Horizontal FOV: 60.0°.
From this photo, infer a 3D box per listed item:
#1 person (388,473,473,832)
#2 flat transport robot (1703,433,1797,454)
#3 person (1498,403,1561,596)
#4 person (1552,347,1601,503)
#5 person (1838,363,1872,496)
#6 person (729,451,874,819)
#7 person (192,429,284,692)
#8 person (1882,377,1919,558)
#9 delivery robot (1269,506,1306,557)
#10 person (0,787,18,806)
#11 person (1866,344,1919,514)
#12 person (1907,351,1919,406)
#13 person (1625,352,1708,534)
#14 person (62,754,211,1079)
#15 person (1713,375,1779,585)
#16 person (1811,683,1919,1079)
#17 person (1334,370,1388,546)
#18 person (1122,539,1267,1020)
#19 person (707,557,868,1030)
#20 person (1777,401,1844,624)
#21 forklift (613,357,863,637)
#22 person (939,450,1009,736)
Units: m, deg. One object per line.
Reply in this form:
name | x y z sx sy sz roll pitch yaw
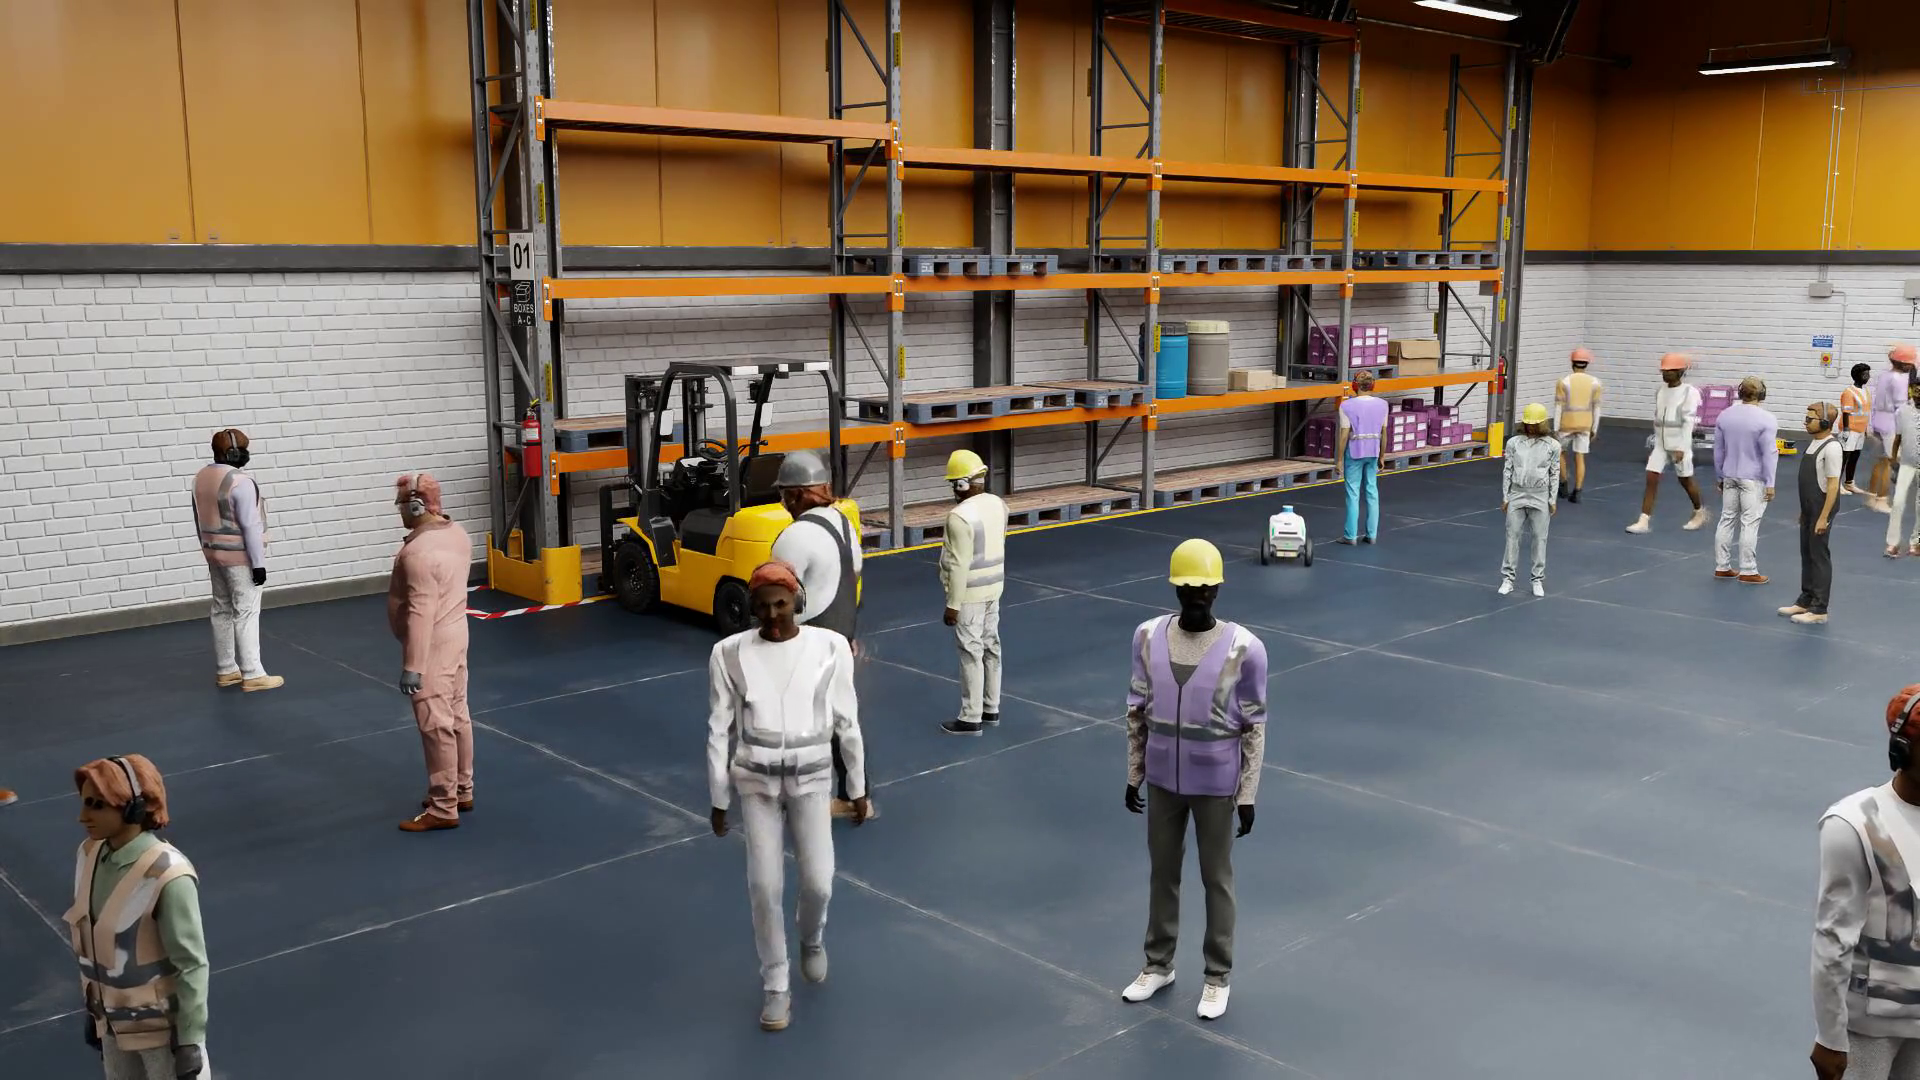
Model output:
person | -2.818 0.588 8.836 0.408 1.907 0.638 0 10 3
flat transport robot | 12.265 -1.510 25.894 0.652 0.197 1.431 -2 10 -11
person | 5.095 -0.359 14.876 0.484 1.735 0.311 4 10 22
person | 7.593 -1.421 20.554 0.564 1.914 0.585 1 10 5
person | 11.361 -1.405 21.138 0.530 1.689 0.321 -7 12 -34
person | -0.887 0.483 9.050 1.000 2.000 0.696 3 10 18
person | -5.064 0.137 11.657 0.636 1.842 0.429 7 12 34
person | 9.557 -0.704 16.623 0.515 1.838 0.877 7 12 37
delivery robot | 3.247 -0.095 16.507 0.477 0.478 0.707 2 10 10
person | -5.635 0.530 9.128 0.693 1.922 0.628 2 10 13
person | 11.057 -1.320 19.794 0.367 2.018 0.763 2 10 12
person | 14.709 -2.215 25.229 0.623 1.915 0.412 6 11 31
person | 7.835 -1.066 18.250 1.032 2.004 0.608 -5 11 -26
person | -2.349 1.408 4.804 0.515 1.641 0.314 6 11 32
person | 7.285 -0.555 15.423 0.359 1.939 0.635 -5 11 -25
person | 2.593 1.317 4.628 0.584 1.882 0.337 -4 11 -24
person | 4.215 -0.855 17.453 0.575 1.843 0.375 -3 10 -18
person | 0.928 0.945 6.671 0.589 1.930 0.356 6 11 30
person | -0.687 0.986 6.613 0.637 1.864 0.451 -1 10 -3
person | 7.083 -0.227 13.783 0.341 1.845 0.511 1 10 8
forklift | -1.847 -0.414 13.852 1.214 2.155 2.313 -9 13 -42
person | 0.071 0.333 10.569 0.404 1.823 0.587 6 11 30
